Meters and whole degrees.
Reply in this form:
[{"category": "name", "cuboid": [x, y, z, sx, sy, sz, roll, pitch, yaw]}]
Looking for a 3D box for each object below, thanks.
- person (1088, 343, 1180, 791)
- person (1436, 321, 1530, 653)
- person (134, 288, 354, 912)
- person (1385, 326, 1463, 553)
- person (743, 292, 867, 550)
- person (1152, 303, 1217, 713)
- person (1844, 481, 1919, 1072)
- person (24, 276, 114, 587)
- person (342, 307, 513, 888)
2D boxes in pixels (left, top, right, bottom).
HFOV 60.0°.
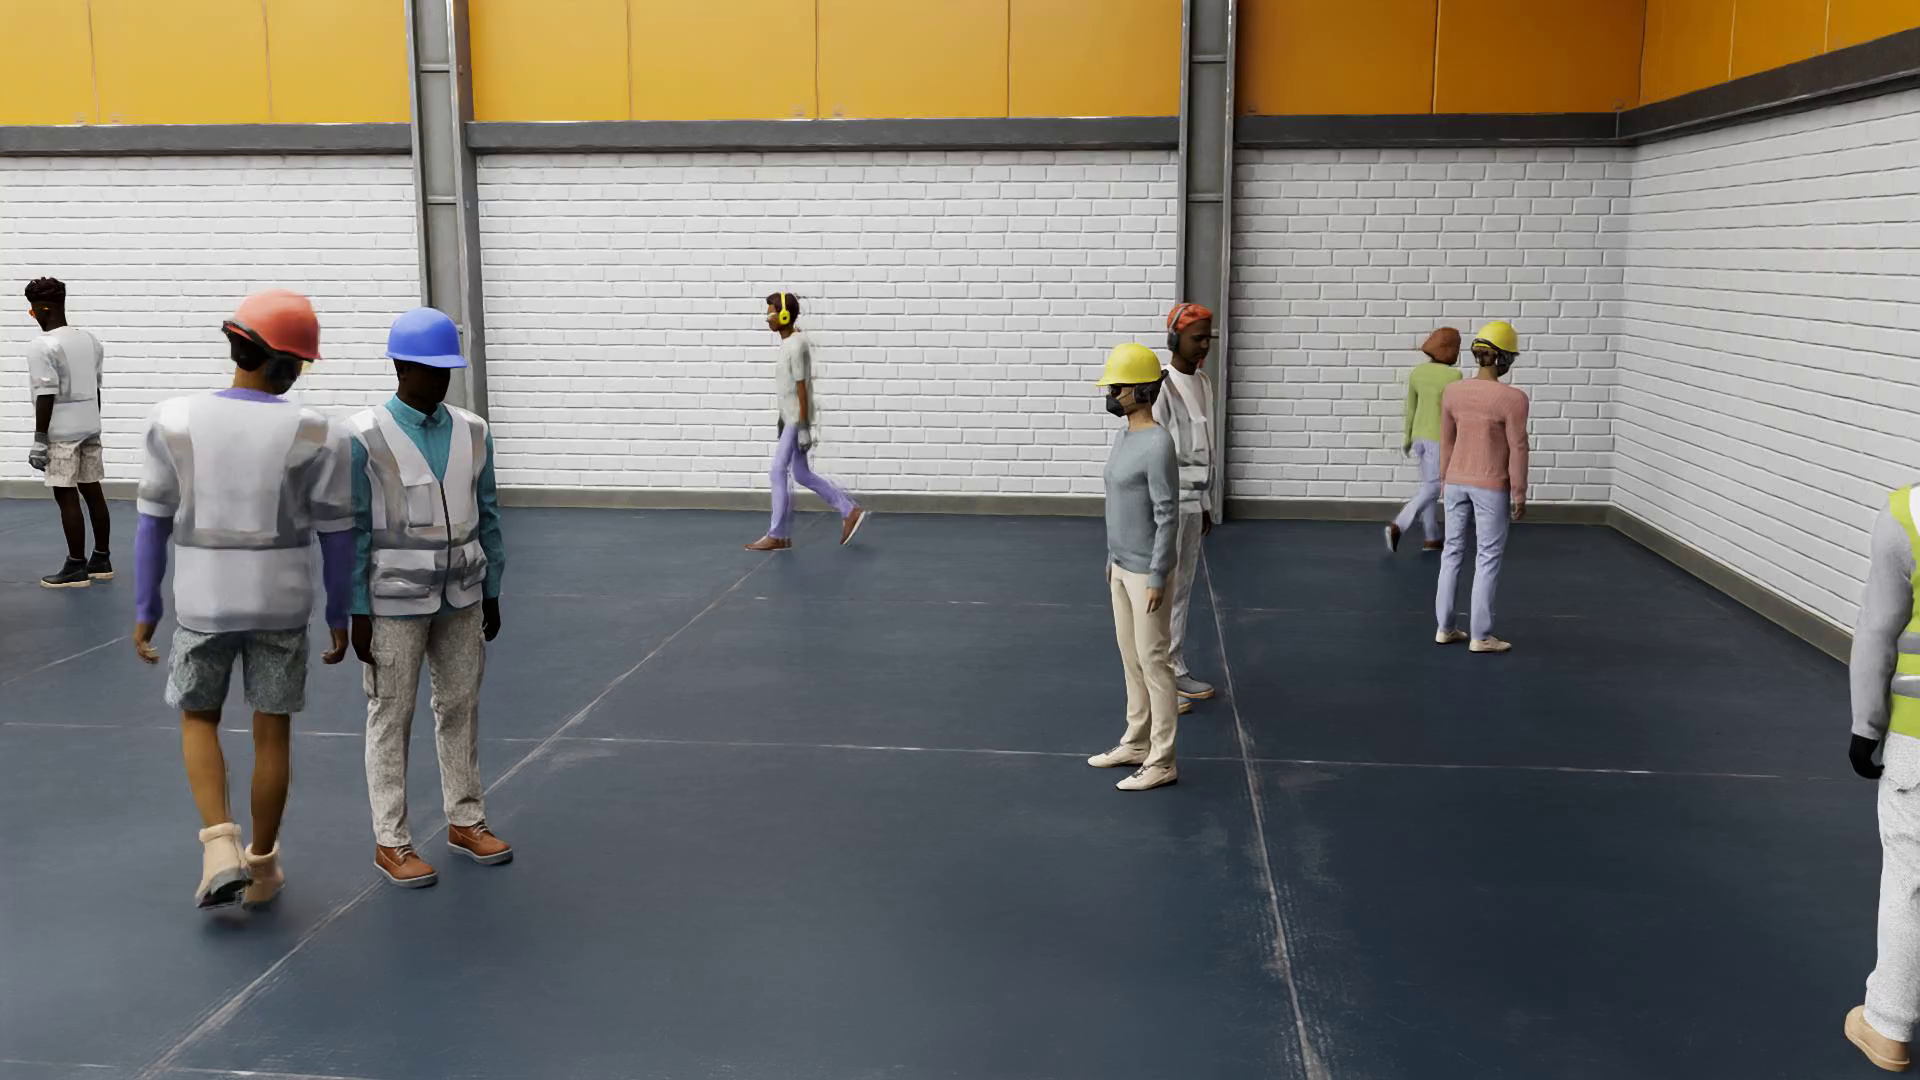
[{"category": "person", "cuboid": [0.686, 0.108, 6.583, 0.327, 1.767, 0.533, -3, 10, -14]}, {"category": "person", "cuboid": [2.773, -0.276, 8.815, 0.344, 1.756, 0.532, -8, 13, -37]}, {"category": "person", "cuboid": [-2.248, 0.223, 5.255, 0.681, 2.011, 0.519, -2, 10, -13]}, {"category": "person", "cuboid": [3.241, -0.684, 11.573, 0.707, 1.605, 0.523, -5, 11, -26]}, {"category": "person", "cuboid": [-1.102, -0.832, 11.785, 0.824, 1.837, 0.522, -1, 10, -7]}, {"category": "person", "cuboid": [1.014, -0.153, 7.739, 0.342, 1.881, 0.579, 6, 12, 31]}, {"category": "person", "cuboid": [2.606, 0.481, 4.255, 0.626, 1.836, 0.430, 2, 10, 13]}, {"category": "person", "cuboid": [-5.660, -0.678, 10.529, 0.377, 1.959, 0.604, 1, 10, 7]}, {"category": "person", "cuboid": [-1.800, 0.191, 5.619, 0.416, 1.939, 0.604, 8, 13, 40]}]
